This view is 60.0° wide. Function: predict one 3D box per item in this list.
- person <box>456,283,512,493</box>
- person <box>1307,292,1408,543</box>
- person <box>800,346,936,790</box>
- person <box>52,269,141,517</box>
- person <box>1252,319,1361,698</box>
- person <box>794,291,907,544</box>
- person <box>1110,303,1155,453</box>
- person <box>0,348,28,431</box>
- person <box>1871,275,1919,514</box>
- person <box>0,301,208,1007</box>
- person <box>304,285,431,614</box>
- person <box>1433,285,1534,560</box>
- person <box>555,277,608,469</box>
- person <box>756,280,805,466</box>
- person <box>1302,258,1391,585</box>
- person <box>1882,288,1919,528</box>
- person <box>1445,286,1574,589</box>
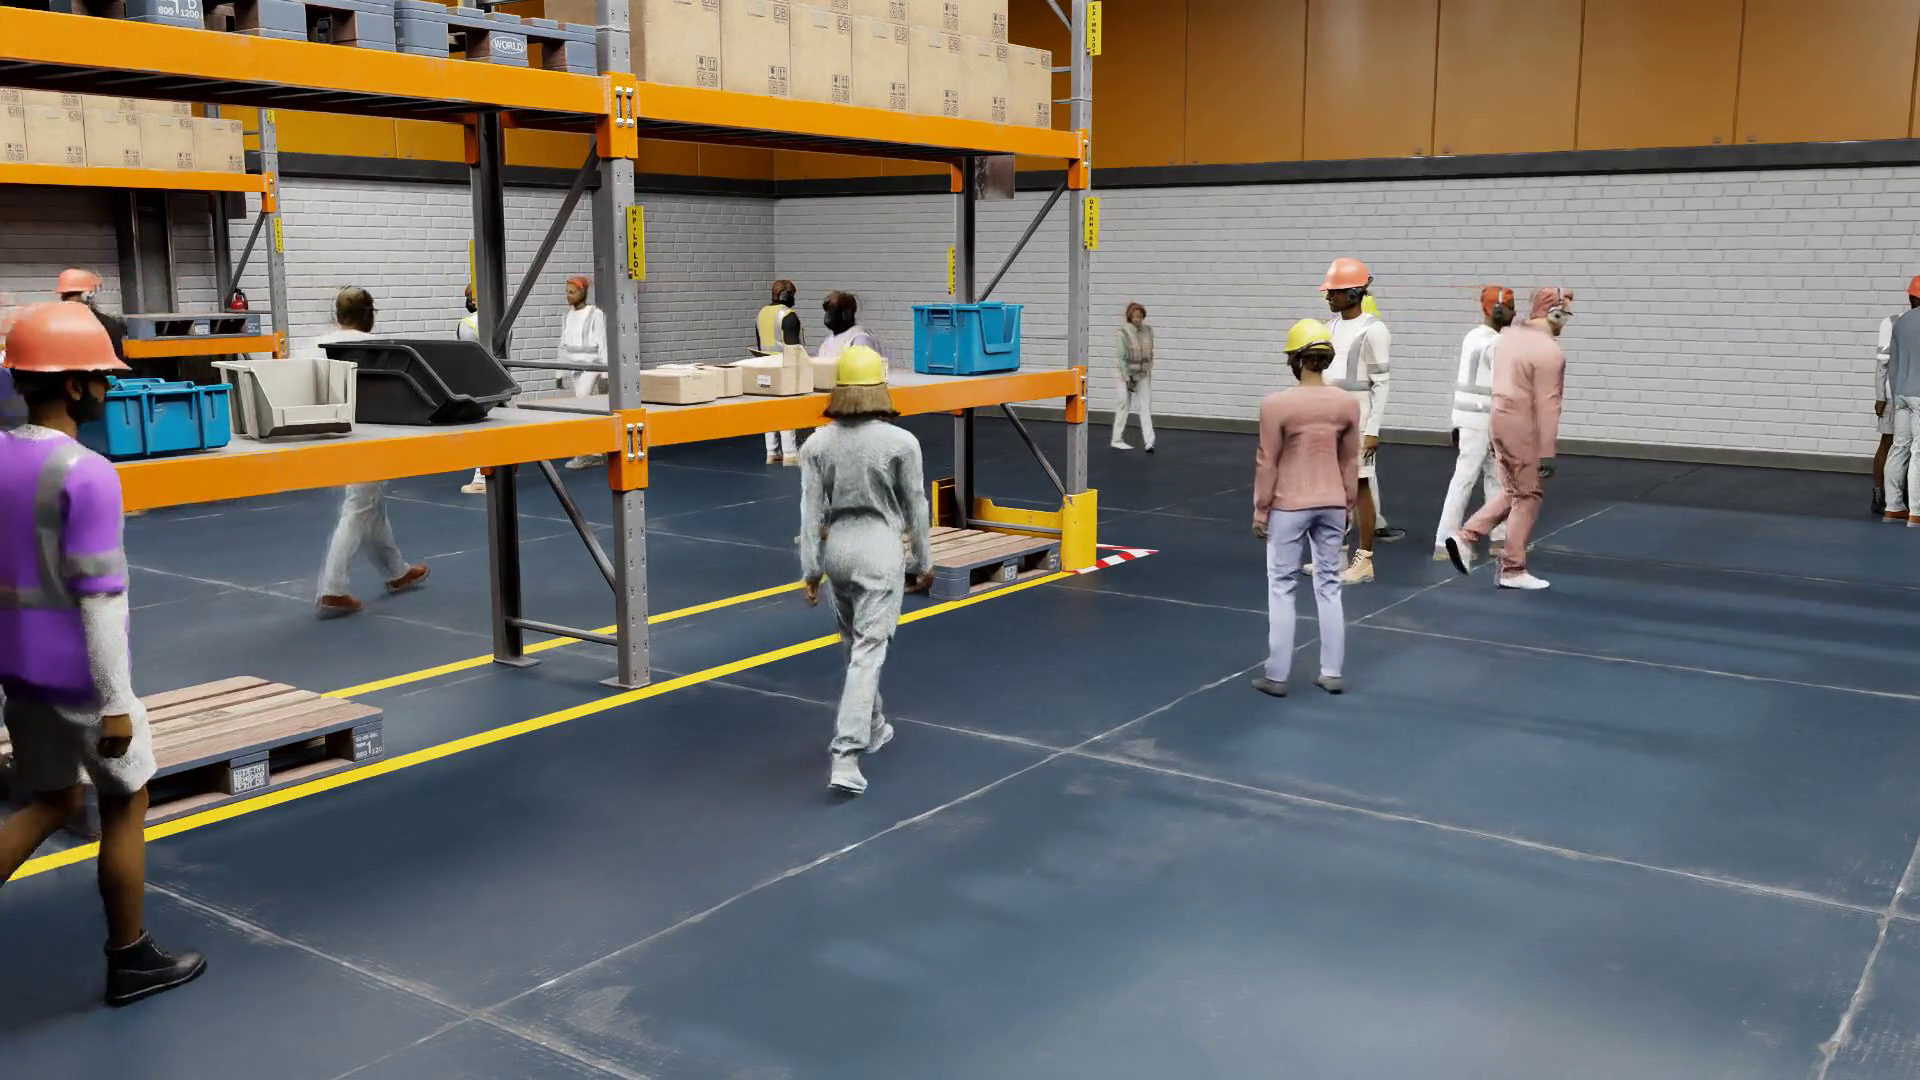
[{"bbox_3d":[-4.175,-1.327,14.537,0.429,1.844,0.627,3,10,19],"label":"person"},{"bbox_3d":[2.907,-0.878,11.967,0.820,1.797,0.624,3,10,16],"label":"person"},{"bbox_3d":[-0.384,0.092,6.518,0.488,1.699,0.908,4,10,20],"label":"person"},{"bbox_3d":[-6.747,-1.085,12.762,0.655,1.947,0.959,5,11,29],"label":"person"},{"bbox_3d":[1.611,-0.146,7.764,0.524,1.756,0.356,-3,10,-18],"label":"person"},{"bbox_3d":[-0.775,-0.874,11.927,0.812,1.819,0.625,-7,12,-35],"label":"person"},{"bbox_3d":[1.849,-1.713,17.578,0.533,1.582,0.733,-5,11,-26],"label":"person"},{"bbox_3d":[-5.380,-0.470,9.273,0.546,1.904,0.930,4,11,25],"label":"person"},{"bbox_3d":[7.596,-1.159,13.277,0.543,1.928,0.374,1,10,3],"label":"person"},{"bbox_3d":[-2.393,0.346,4.322,0.547,1.922,0.687,5,11,27],"label":"person"},{"bbox_3d":[-3.498,-0.538,9.743,0.635,1.885,1.068,4,10,22],"label":"person"},{"bbox_3d":[3.600,-0.770,11.186,0.839,1.850,0.590,1,10,4],"label":"person"},{"bbox_3d":[-3.738,-1.613,16.161,0.615,1.862,0.675,8,13,41],"label":"person"},{"bbox_3d":[-1.748,-1.652,16.492,0.430,1.838,0.620,-8,12,-39],"label":"person"},{"bbox_3d":[2.417,-0.739,10.442,0.388,2.039,0.613,-4,10,-21],"label":"person"},{"bbox_3d":[7.339,-1.065,12.695,0.378,1.937,0.628,-1,10,-5],"label":"person"},{"bbox_3d":[3.386,-0.606,10.135,0.575,1.873,0.693,-1,10,-8],"label":"person"}]
